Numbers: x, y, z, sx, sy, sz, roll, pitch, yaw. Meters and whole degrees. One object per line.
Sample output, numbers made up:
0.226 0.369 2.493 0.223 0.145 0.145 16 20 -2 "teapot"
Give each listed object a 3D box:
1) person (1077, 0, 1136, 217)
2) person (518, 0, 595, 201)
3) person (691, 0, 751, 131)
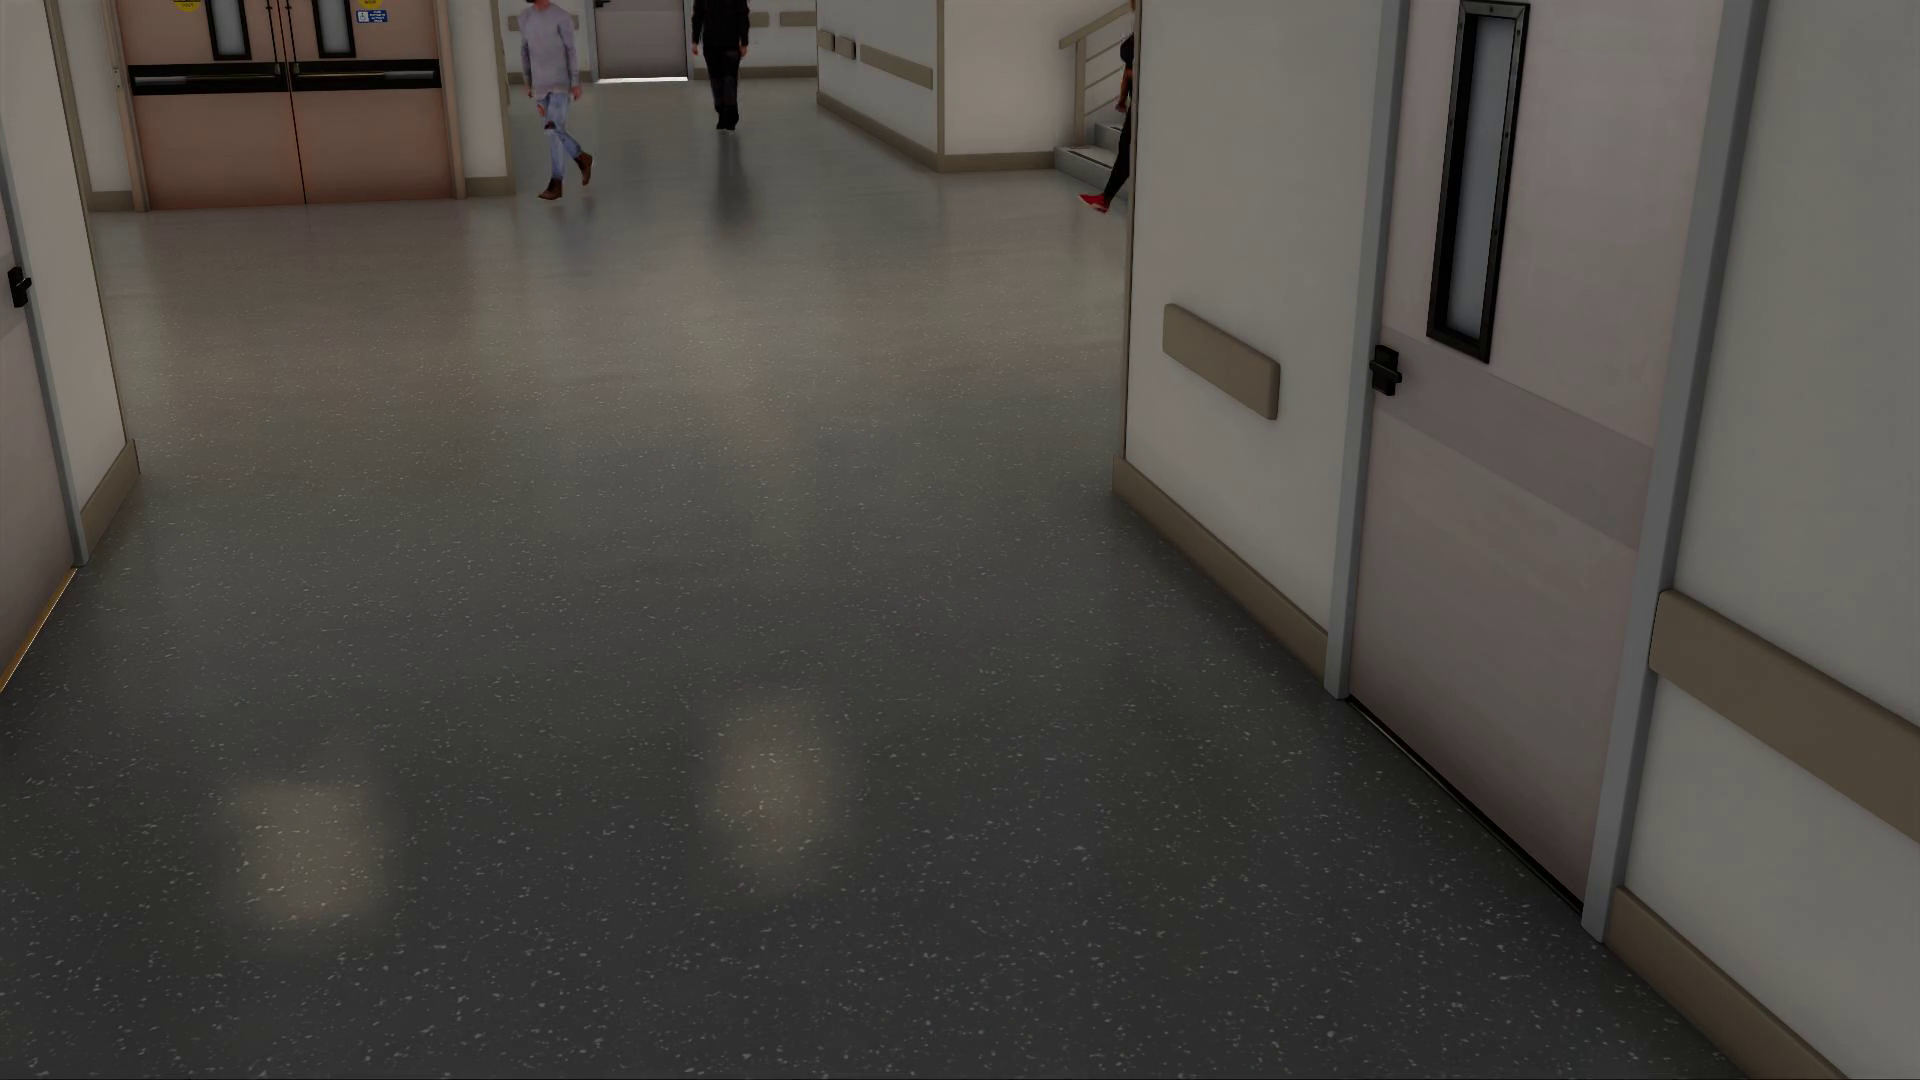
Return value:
1.510 -3.342 12.706 1.214 1.768 0.754 -7 22 -18 "person"
-3.324 -3.760 13.751 1.175 1.809 1.181 8 22 20 "person"
-2.566 -5.371 17.960 0.944 1.840 1.005 4 21 9 "person"
